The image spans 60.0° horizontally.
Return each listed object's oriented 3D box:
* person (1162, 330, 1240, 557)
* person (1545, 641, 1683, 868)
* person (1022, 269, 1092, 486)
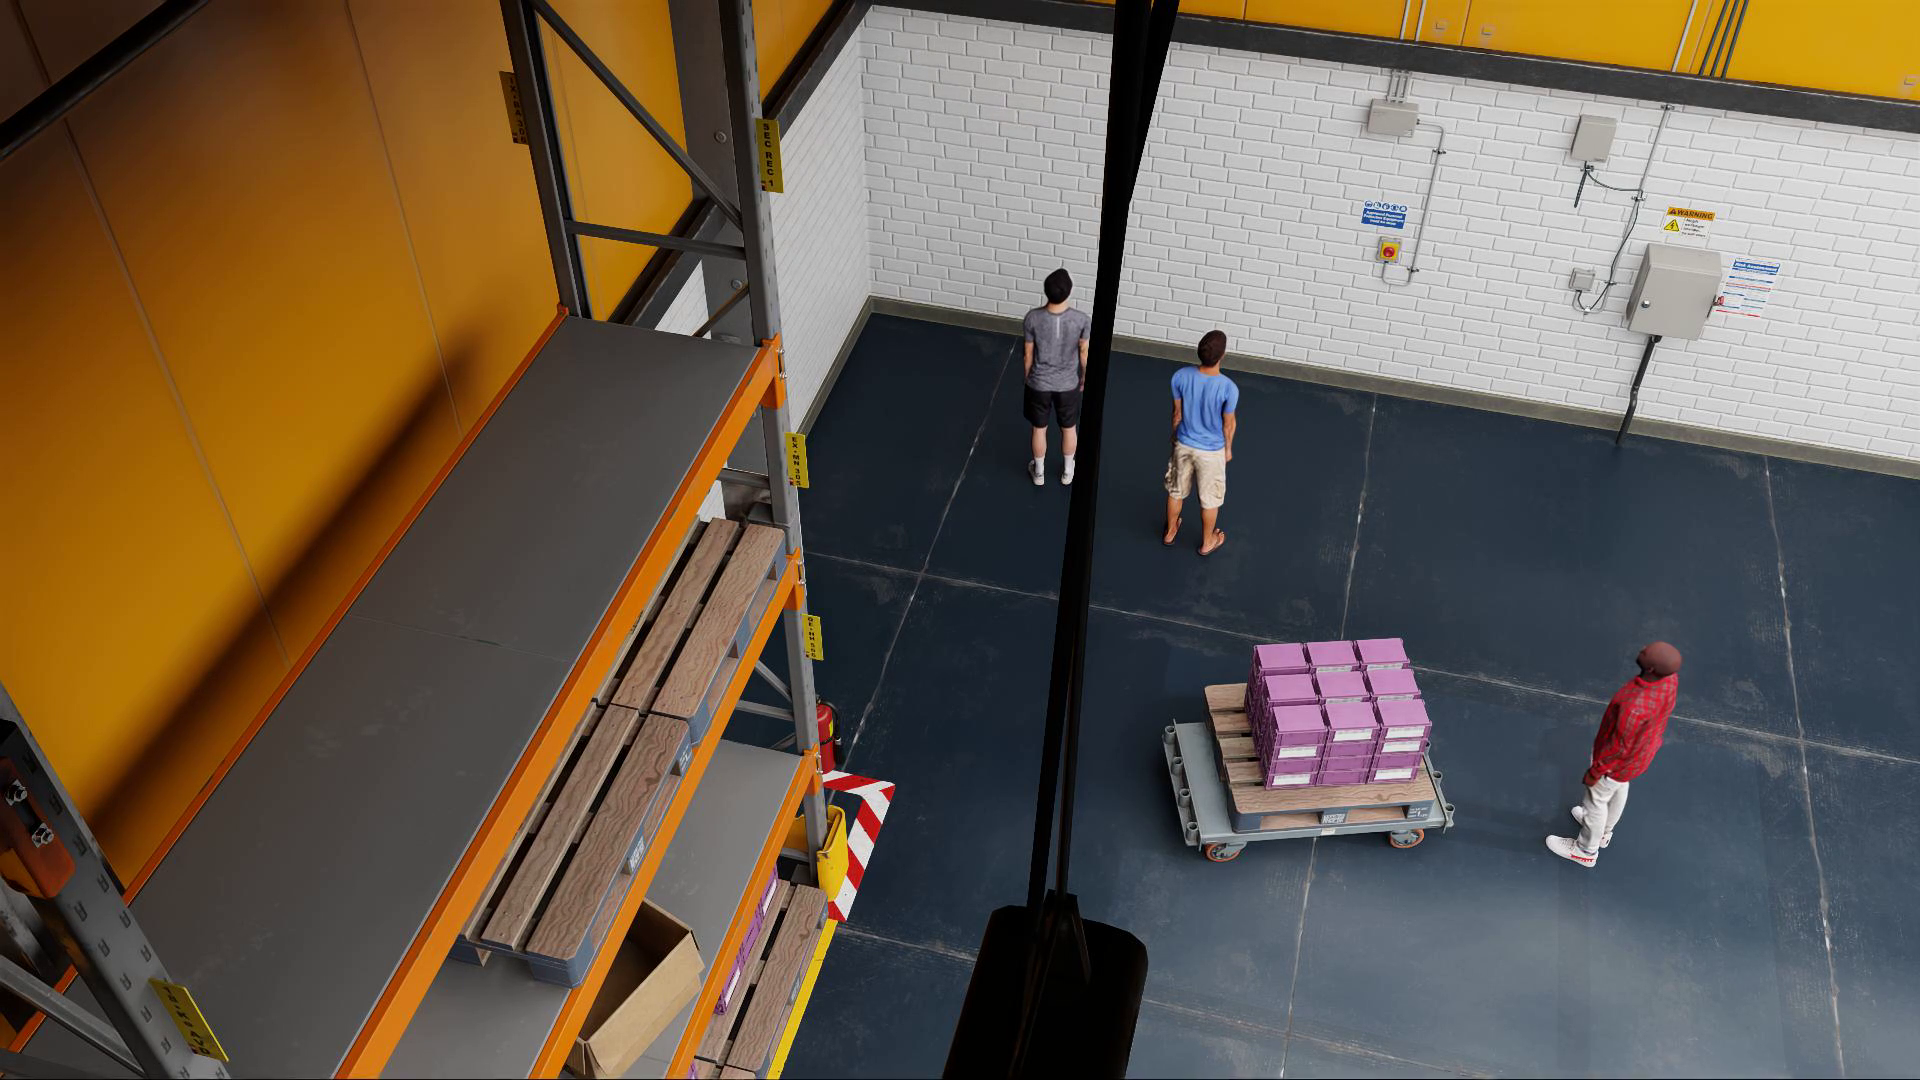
[{"bbox_3d":[1.681,-0.672,11.633,0.695,1.863,0.632,19,47,19],"label":"person"},{"bbox_3d":[3.858,1.228,9.670,0.711,1.820,0.813,-31,52,-29],"label":"person"},{"bbox_3d":[0.683,-1.166,12.146,0.700,1.871,0.637,1,44,1],"label":"person"}]
